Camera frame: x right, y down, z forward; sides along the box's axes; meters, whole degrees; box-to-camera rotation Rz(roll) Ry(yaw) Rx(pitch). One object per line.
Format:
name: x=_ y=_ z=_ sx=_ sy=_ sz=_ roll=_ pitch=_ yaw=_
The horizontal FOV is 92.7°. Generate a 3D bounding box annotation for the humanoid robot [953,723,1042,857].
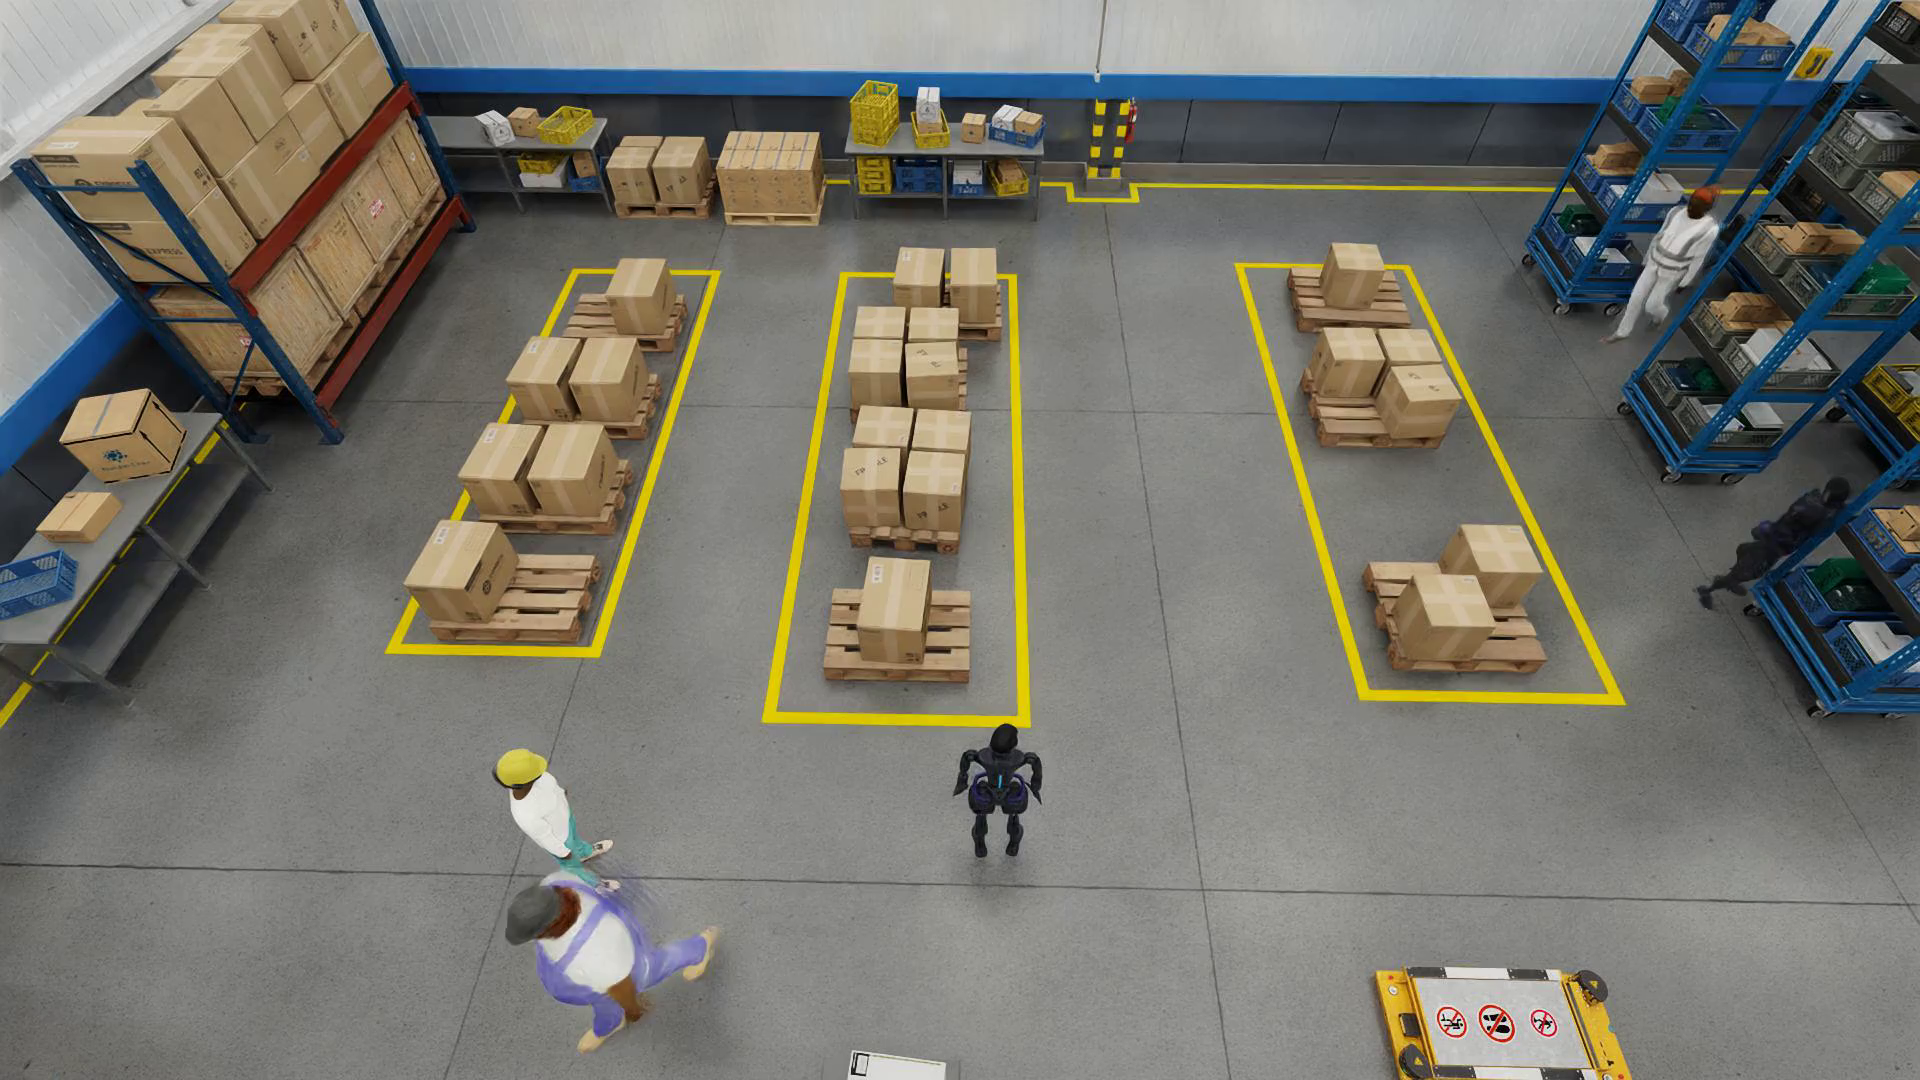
humanoid robot: x=0.255 y=1.695 z=6.188 sx=0.616 sy=1.655 sz=0.310 roll=1 pitch=51 yaw=1

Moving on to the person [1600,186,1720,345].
person: x=7.646 y=-2.944 z=9.861 sx=0.647 sy=1.856 sz=0.594 roll=-15 pitch=52 yaw=-12

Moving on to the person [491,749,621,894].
person: x=-2.637 y=1.842 z=6.019 sx=0.319 sy=1.765 sz=0.522 roll=-16 pitch=53 yaw=-13

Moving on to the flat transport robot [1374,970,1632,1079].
flat transport robot: x=3.501 y=3.133 z=5.914 sx=1.431 sy=0.197 sz=0.652 roll=1 pitch=51 yaw=1

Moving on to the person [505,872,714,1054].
person: x=-2.062 y=2.404 z=5.384 sx=0.735 sy=2.000 sz=1.003 roll=36 pitch=59 yaw=25

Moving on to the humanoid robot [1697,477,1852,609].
humanoid robot: x=6.730 y=0.032 z=7.562 sx=0.668 sy=1.624 sz=0.397 roll=-8 pitch=51 yaw=-6
